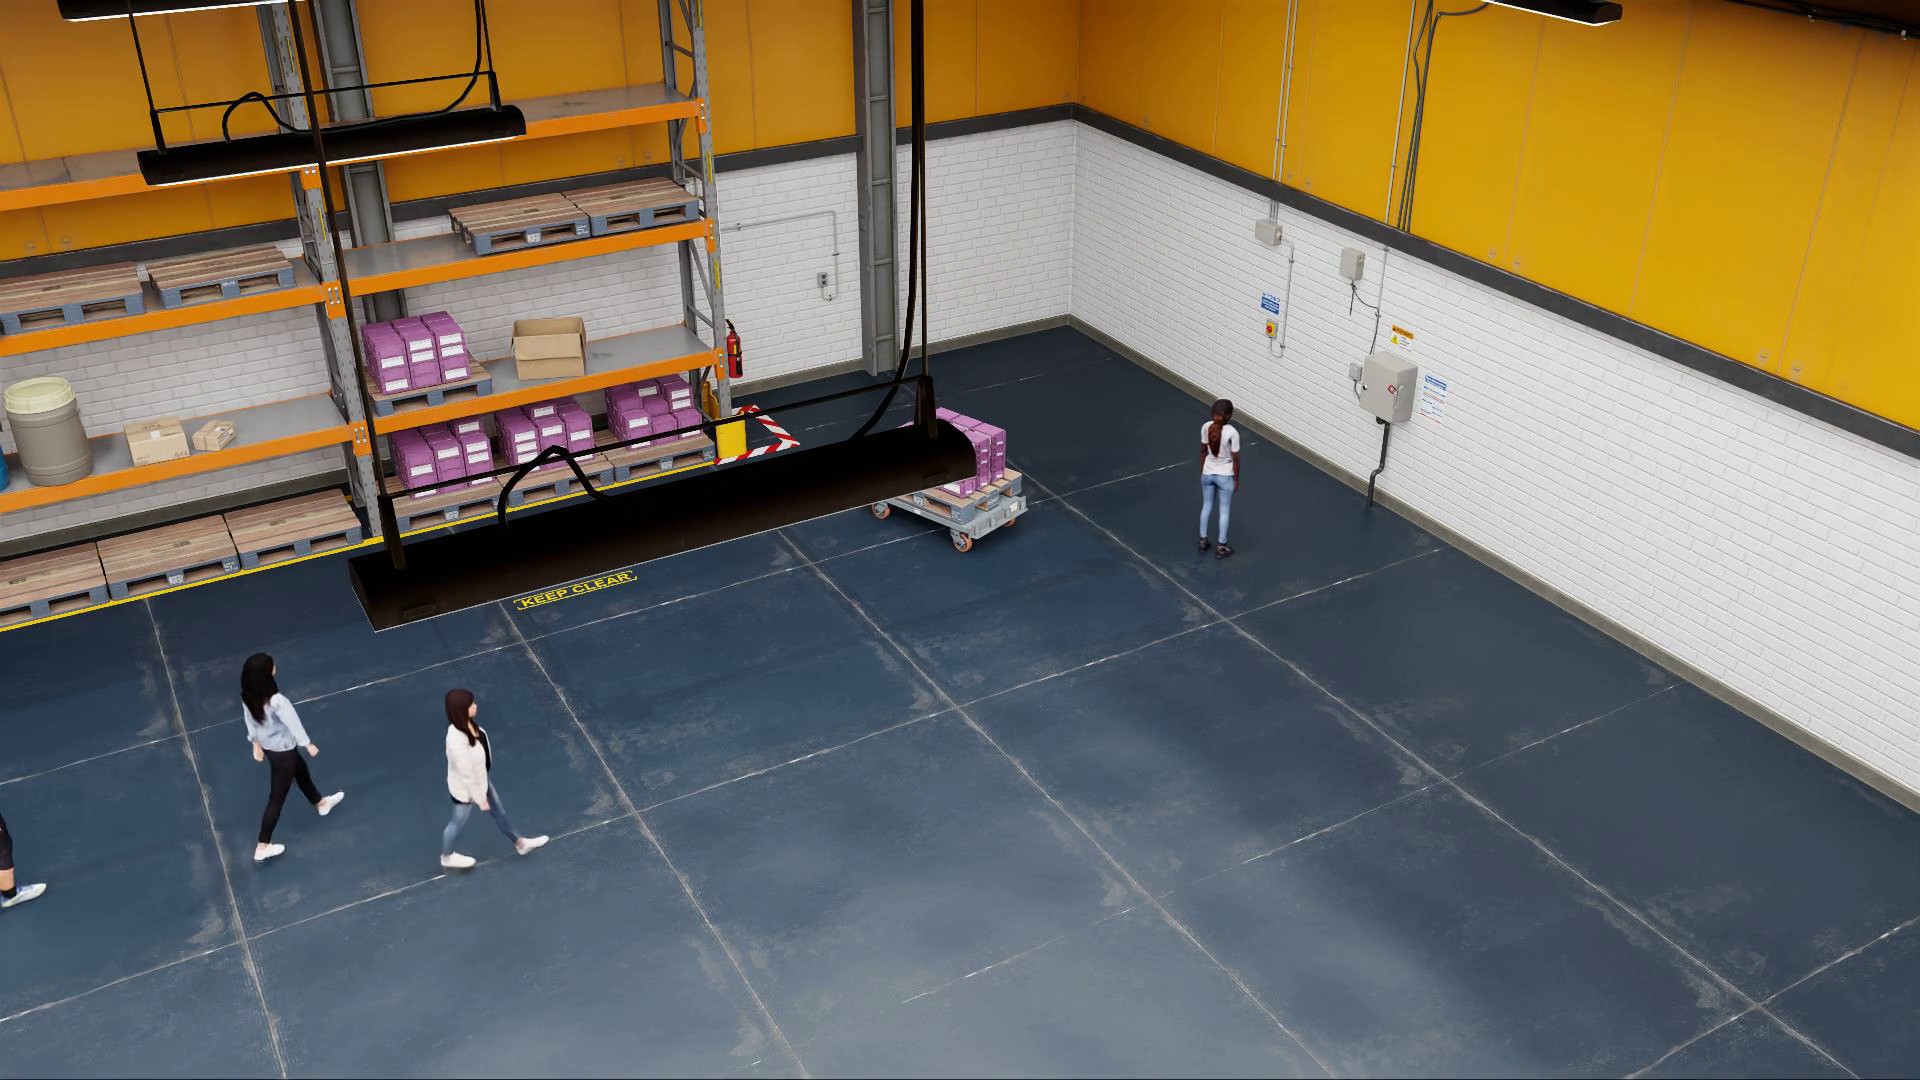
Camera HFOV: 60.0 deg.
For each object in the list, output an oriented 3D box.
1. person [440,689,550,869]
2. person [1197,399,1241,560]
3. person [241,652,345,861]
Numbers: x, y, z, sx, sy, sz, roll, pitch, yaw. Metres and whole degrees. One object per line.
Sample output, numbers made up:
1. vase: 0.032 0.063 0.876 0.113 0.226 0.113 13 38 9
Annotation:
1. person: -3.760 1.833 12.466 1.147 1.594 0.894 -4 29 -8
2. person: 2.622 -0.639 16.869 0.662 1.719 0.655 19 34 31
3. person: -5.242 1.672 12.687 0.955 1.666 1.219 17 33 28
